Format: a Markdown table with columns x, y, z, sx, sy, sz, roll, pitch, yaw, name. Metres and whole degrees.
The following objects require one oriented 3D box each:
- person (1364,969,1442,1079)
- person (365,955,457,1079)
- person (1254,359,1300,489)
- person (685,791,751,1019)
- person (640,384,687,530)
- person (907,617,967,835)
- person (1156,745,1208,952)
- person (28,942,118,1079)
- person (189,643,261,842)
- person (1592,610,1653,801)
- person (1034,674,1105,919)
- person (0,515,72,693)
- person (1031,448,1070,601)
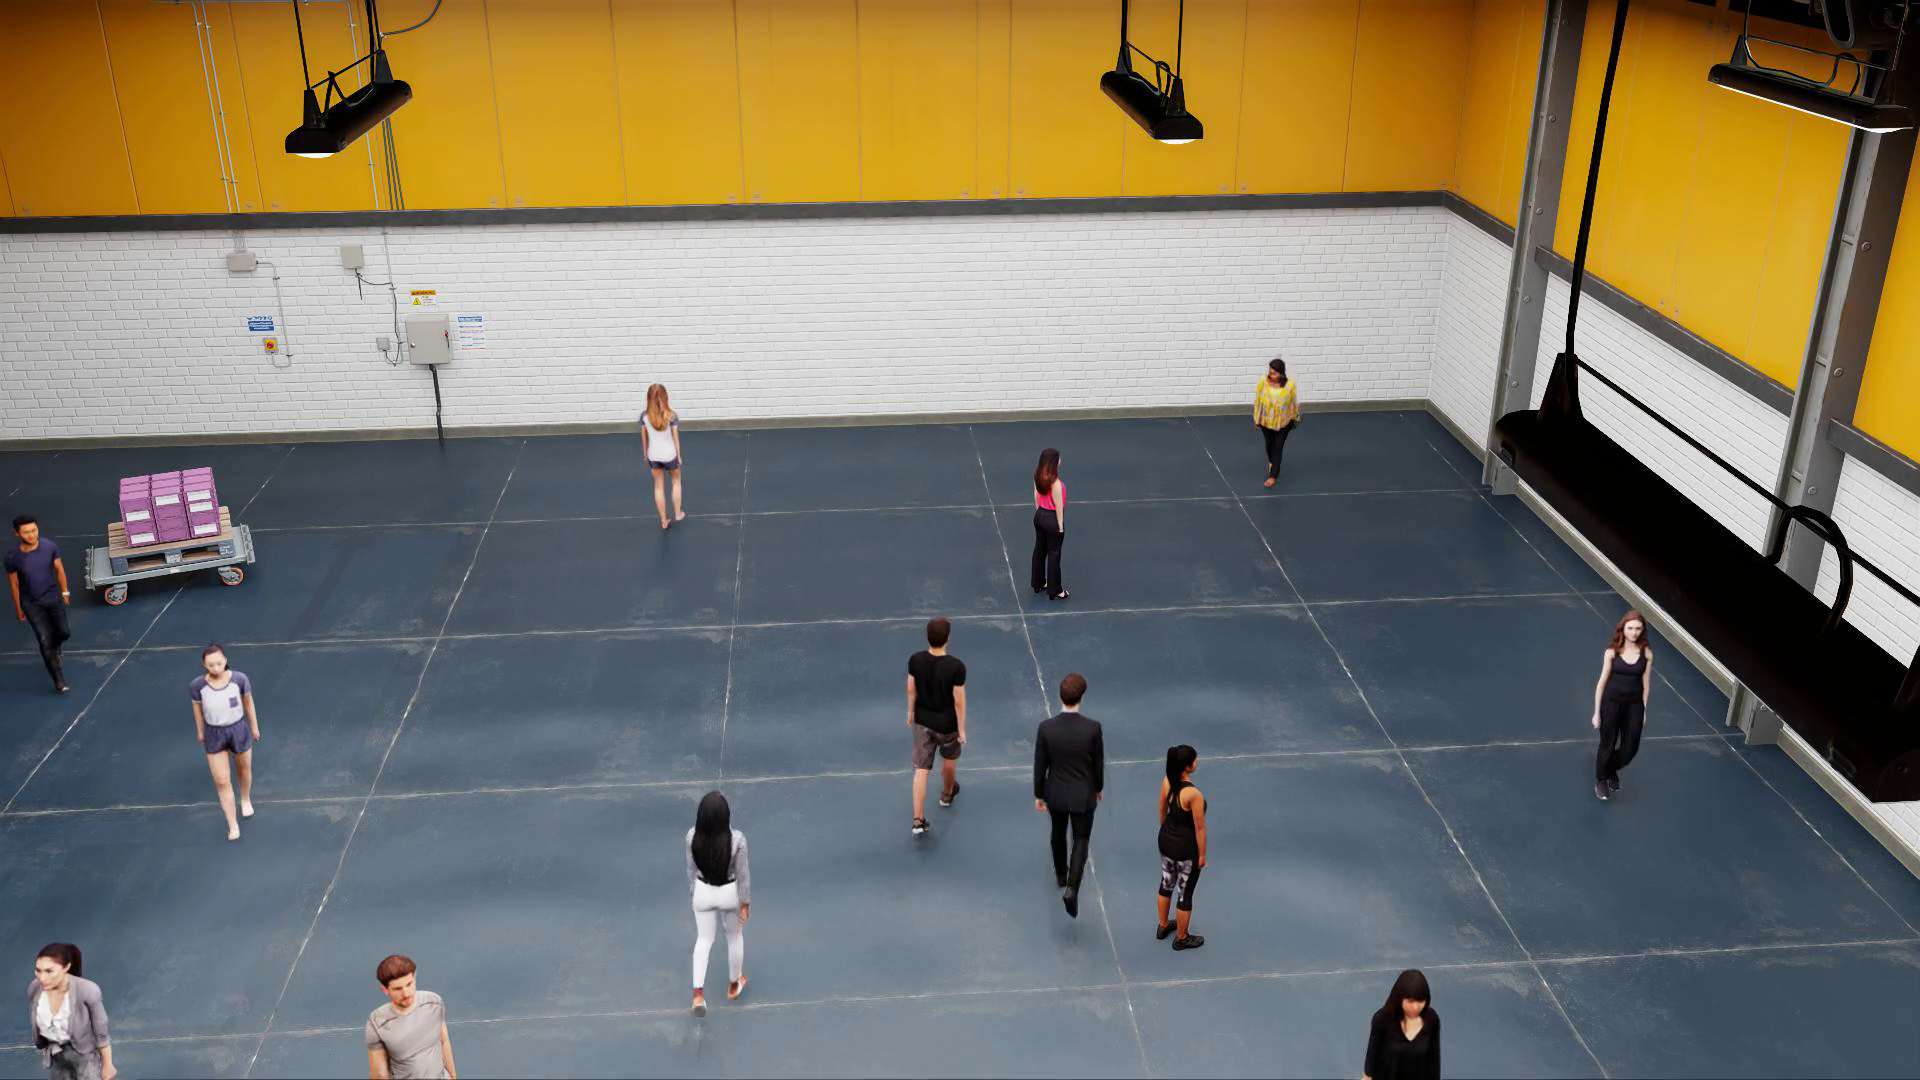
| x | y | z | sx | sy | sz | roll | pitch | yaw | name |
| --- | --- | --- | --- | --- | --- | --- | --- | --- | --- |
| 2.588 | 3.152 | 9.865 | 0.570 | 1.634 | 0.545 | -2 | 24 | -6 | person |
| -3.109 | 3.166 | 9.507 | 0.737 | 1.894 | 0.769 | -20 | 31 | -38 | person |
| 3.912 | -1.474 | 20.489 | 1.016 | 1.600 | 1.194 | 7 | 25 | 16 | person |
| -1.660 | 2.491 | 11.277 | 0.748 | 1.712 | 1.008 | 4 | 24 | 9 | person |
| -3.433 | -0.931 | 19.101 | 0.690 | 1.717 | 0.738 | 2 | 24 | 5 | person |
| -0.230 | 1.509 | 13.372 | 0.962 | 1.834 | 1.276 | 6 | 24 | 14 | person |
| 1.589 | 2.197 | 12.017 | 0.717 | 1.658 | 0.607 | -16 | 28 | -31 | person |
| -5.253 | 3.073 | 10.004 | 0.716 | 1.667 | 0.808 | 4 | 24 | 8 | person |
| -5.960 | 1.561 | 13.518 | 0.812 | 1.622 | 1.007 | -11 | 26 | -23 | person |
| 5.492 | 1.342 | 13.880 | 0.672 | 1.734 | 0.728 | 3 | 24 | 6 | person |
| 0.826 | 1.928 | 12.381 | 0.864 | 1.859 | 1.174 | 3 | 24 | 8 | person |
| -8.663 | 0.548 | 15.650 | 0.946 | 1.771 | 1.048 | -19 | 30 | -37 | person |
| 0.946 | -0.185 | 17.464 | 0.717 | 1.660 | 0.609 | -16 | 28 | -32 | person |
